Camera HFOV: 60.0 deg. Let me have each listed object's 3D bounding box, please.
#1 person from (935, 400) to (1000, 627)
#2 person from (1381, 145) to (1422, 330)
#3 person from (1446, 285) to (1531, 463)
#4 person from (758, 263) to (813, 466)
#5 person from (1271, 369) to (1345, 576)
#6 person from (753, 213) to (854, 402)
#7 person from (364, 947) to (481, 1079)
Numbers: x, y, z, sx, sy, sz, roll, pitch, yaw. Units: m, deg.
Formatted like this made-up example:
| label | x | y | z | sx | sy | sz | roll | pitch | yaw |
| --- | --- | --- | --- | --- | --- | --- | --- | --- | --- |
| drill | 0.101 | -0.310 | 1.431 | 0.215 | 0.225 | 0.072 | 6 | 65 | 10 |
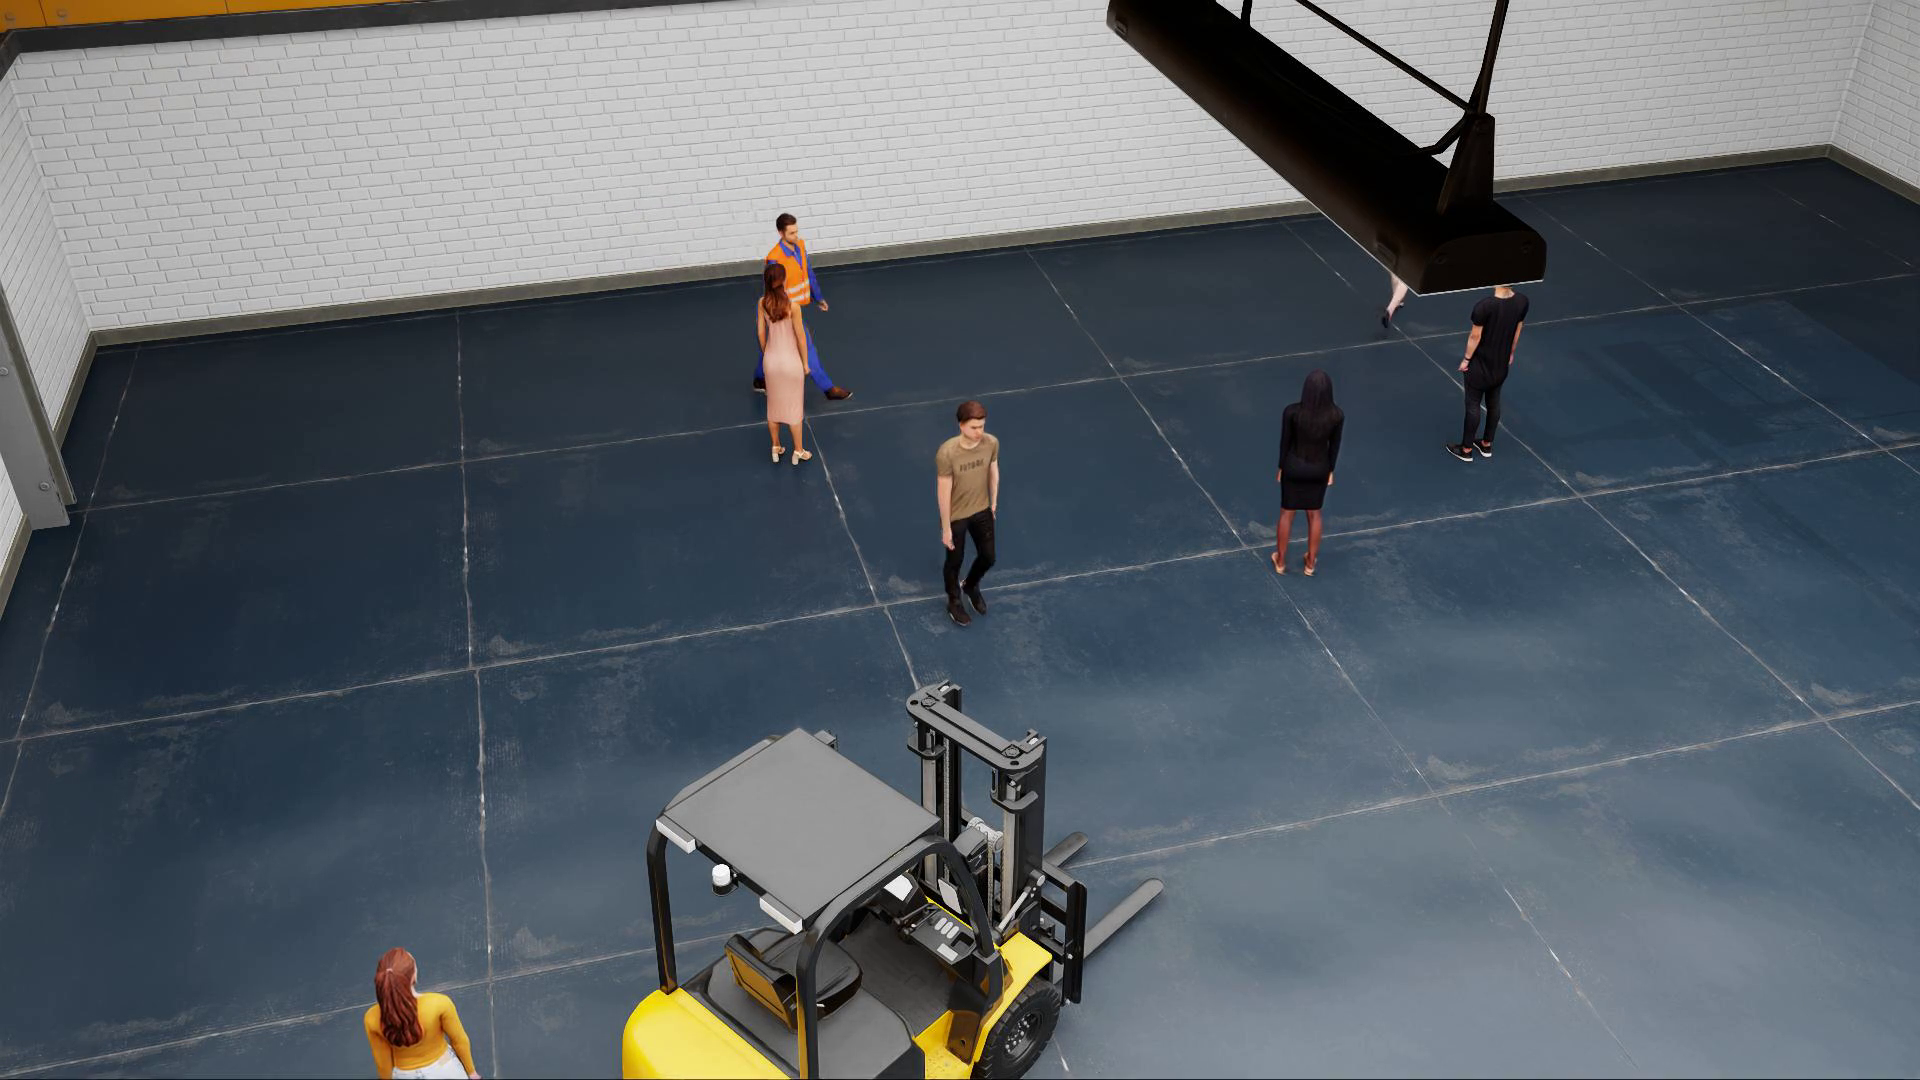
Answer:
| label | x | y | z | sx | sy | sz | roll | pitch | yaw |
| --- | --- | --- | --- | --- | --- | --- | --- | --- | --- |
| person | 0.000 | -0.239 | 12.031 | 0.718 | 1.836 | 0.701 | -13 | 36 | -19 |
| person | 4.299 | -2.898 | 16.058 | 1.083 | 1.806 | 1.053 | 23 | 40 | 30 |
| person | 4.447 | -1.529 | 13.946 | 0.705 | 1.864 | 0.620 | -13 | 36 | -19 |
| person | -1.481 | -1.463 | 13.875 | 0.655 | 1.832 | 0.686 | 13 | 36 | 18 |
| person | 2.607 | -0.515 | 12.549 | 0.651 | 1.722 | 0.594 | 0 | 34 | 0 |
| person | -1.598 | -2.051 | 14.792 | 1.172 | 1.798 | 1.250 | 10 | 35 | 15 |
| person | -2.517 | 2.577 | 7.872 | 0.583 | 1.749 | 0.522 | -10 | 35 | -14 |
